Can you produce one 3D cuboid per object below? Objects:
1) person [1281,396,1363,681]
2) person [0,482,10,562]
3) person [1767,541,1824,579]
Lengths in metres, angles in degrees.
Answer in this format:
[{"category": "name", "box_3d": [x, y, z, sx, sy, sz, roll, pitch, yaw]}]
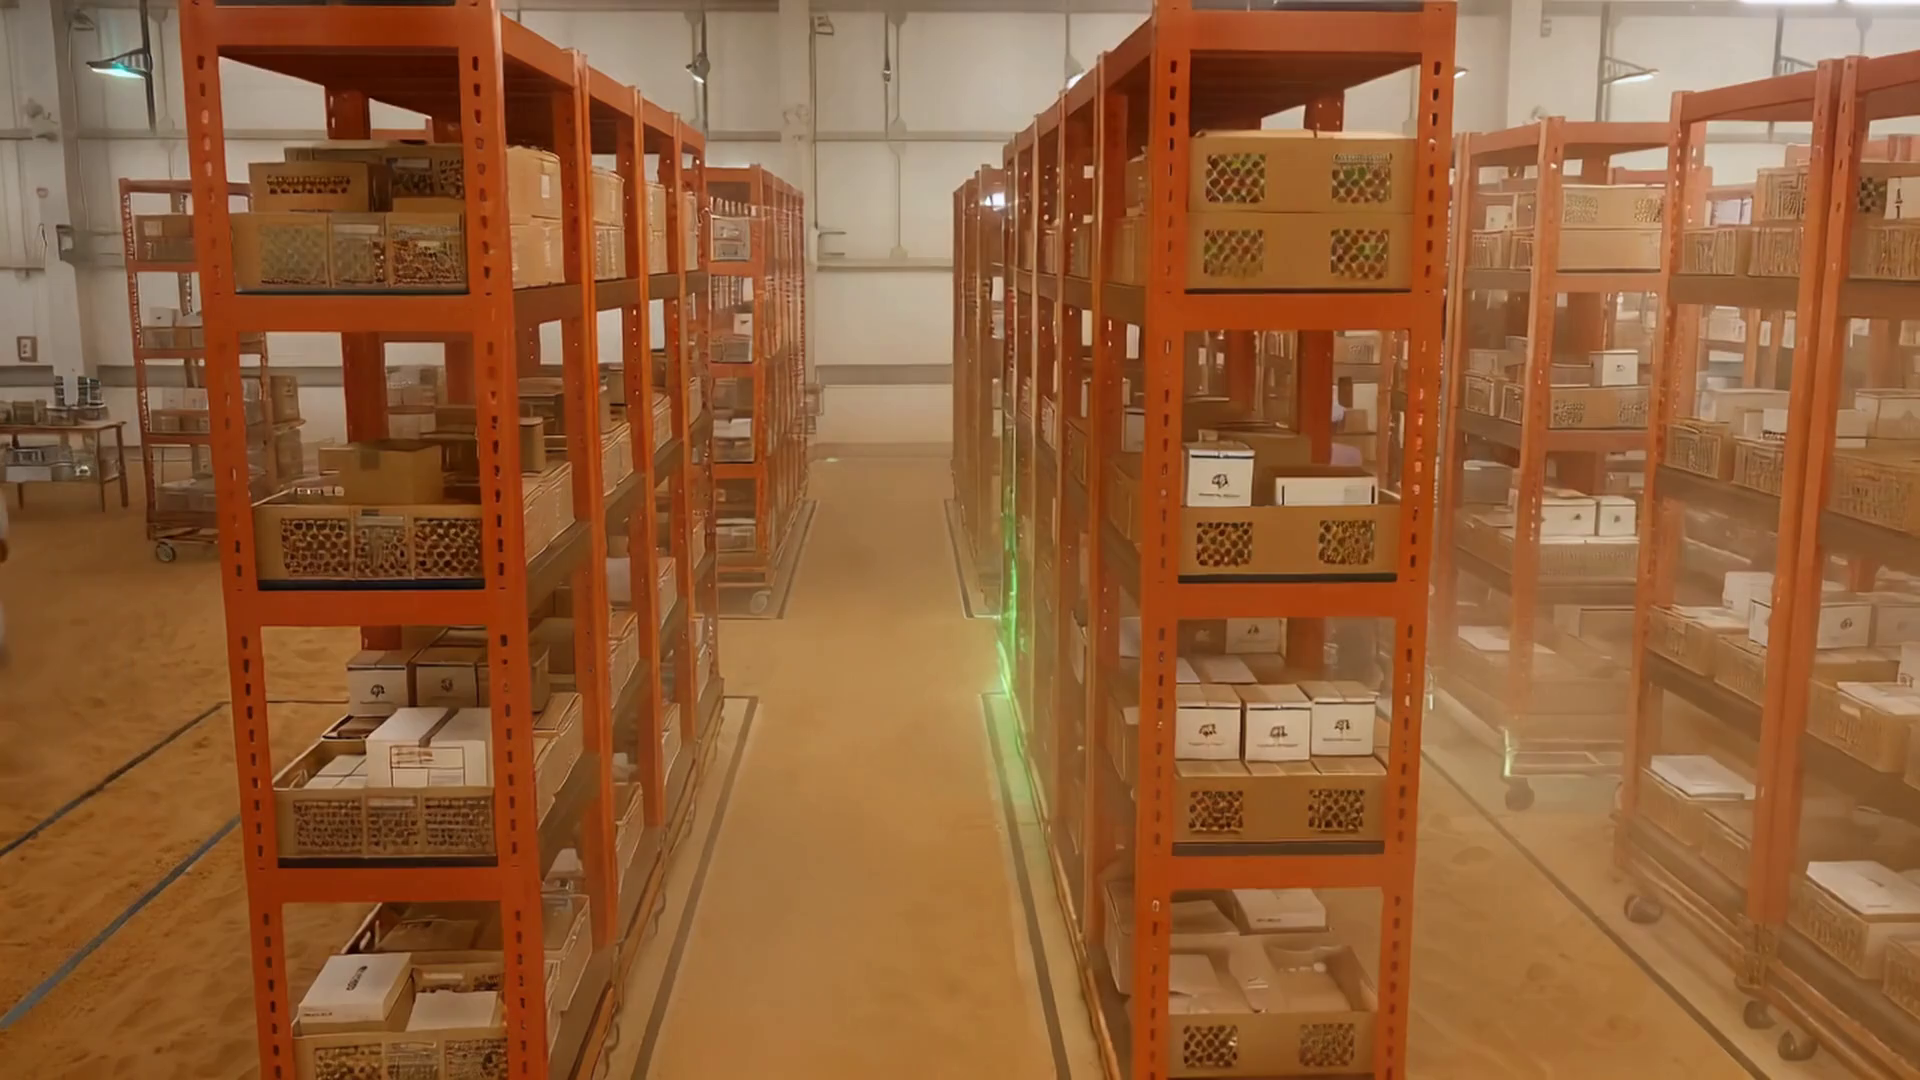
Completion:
[{"category": "person", "box_3d": [2.451, -0.004, 11.335, 0.623, 1.992, 0.396, -2, 10, -10]}, {"category": "person", "box_3d": [-6.932, -0.005, 11.509, 0.628, 1.933, 0.550, -8, 13, -38]}, {"category": "person", "box_3d": [6.429, -0.106, 12.510, 0.833, 1.775, 0.684, 6, 12, 31]}]
